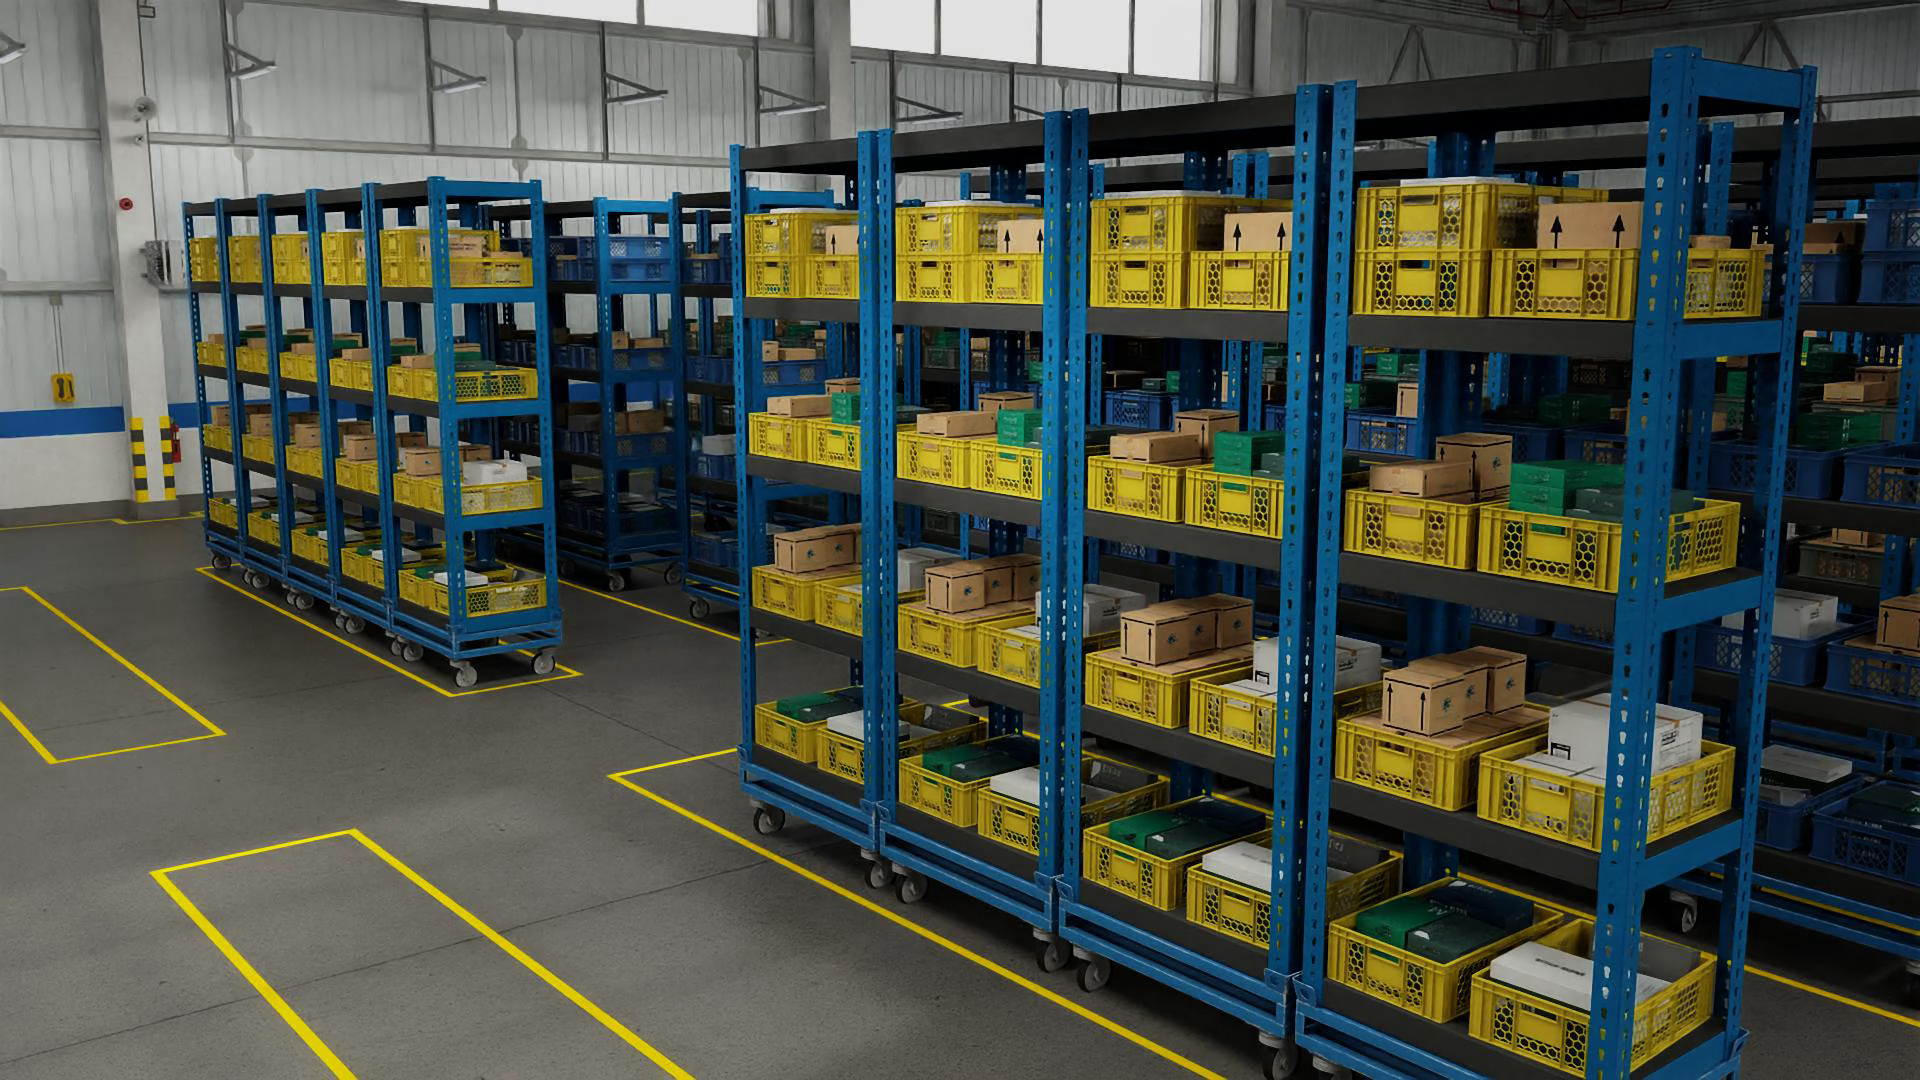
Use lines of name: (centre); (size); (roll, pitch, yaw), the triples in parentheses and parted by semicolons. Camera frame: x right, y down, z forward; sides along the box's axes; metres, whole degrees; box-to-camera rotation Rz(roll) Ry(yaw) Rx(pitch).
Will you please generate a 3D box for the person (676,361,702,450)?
person: (-3.567, -1.572, 22.219); (0.527, 1.829, 0.582); (-7, 12, -38)
